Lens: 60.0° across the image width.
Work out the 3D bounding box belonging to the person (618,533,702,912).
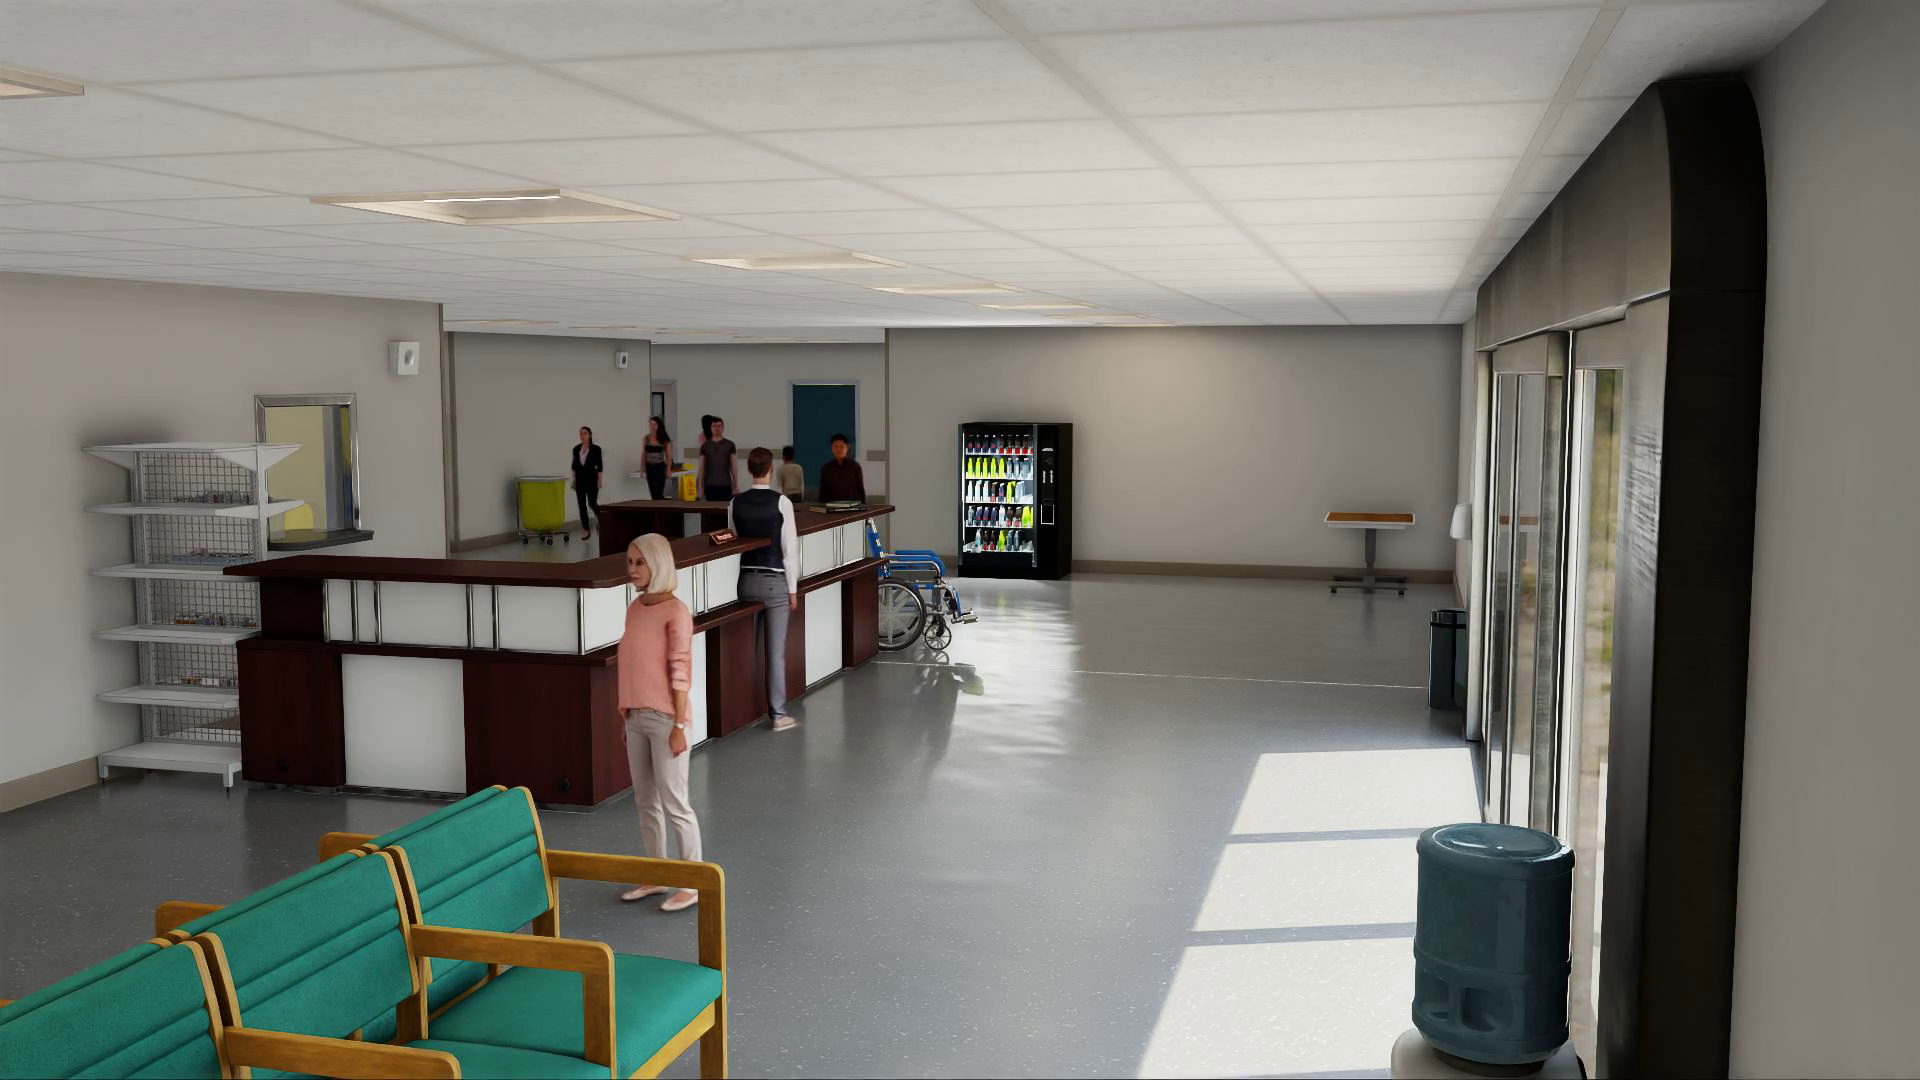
[{"bbox_3d":[-1.369,0.818,7.580,0.624,1.722,0.736,5,8,42],"label":"person"}]

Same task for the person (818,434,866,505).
[{"bbox_3d":[-1.293,-0.285,18.350,0.753,1.762,0.842,0,6,-2],"label":"person"}]

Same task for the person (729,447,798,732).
[{"bbox_3d":[-1.358,0.323,11.429,0.509,1.935,0.714,2,6,18],"label":"person"}]

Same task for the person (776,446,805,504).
[{"bbox_3d":[-2.223,-0.503,22.185,1.004,1.426,0.984,-2,6,-21],"label":"person"}]

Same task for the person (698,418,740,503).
[{"bbox_3d":[-3.207,-0.694,22.157,1.166,1.811,0.953,0,6,-1],"label":"person"}]

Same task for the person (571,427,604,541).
[{"bbox_3d":[-5.402,-0.821,24.230,0.626,1.649,0.667,1,6,11],"label":"person"}]

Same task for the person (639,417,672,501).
[{"bbox_3d":[-4.686,-1.032,25.811,0.581,1.753,0.672,1,6,13],"label":"person"}]
